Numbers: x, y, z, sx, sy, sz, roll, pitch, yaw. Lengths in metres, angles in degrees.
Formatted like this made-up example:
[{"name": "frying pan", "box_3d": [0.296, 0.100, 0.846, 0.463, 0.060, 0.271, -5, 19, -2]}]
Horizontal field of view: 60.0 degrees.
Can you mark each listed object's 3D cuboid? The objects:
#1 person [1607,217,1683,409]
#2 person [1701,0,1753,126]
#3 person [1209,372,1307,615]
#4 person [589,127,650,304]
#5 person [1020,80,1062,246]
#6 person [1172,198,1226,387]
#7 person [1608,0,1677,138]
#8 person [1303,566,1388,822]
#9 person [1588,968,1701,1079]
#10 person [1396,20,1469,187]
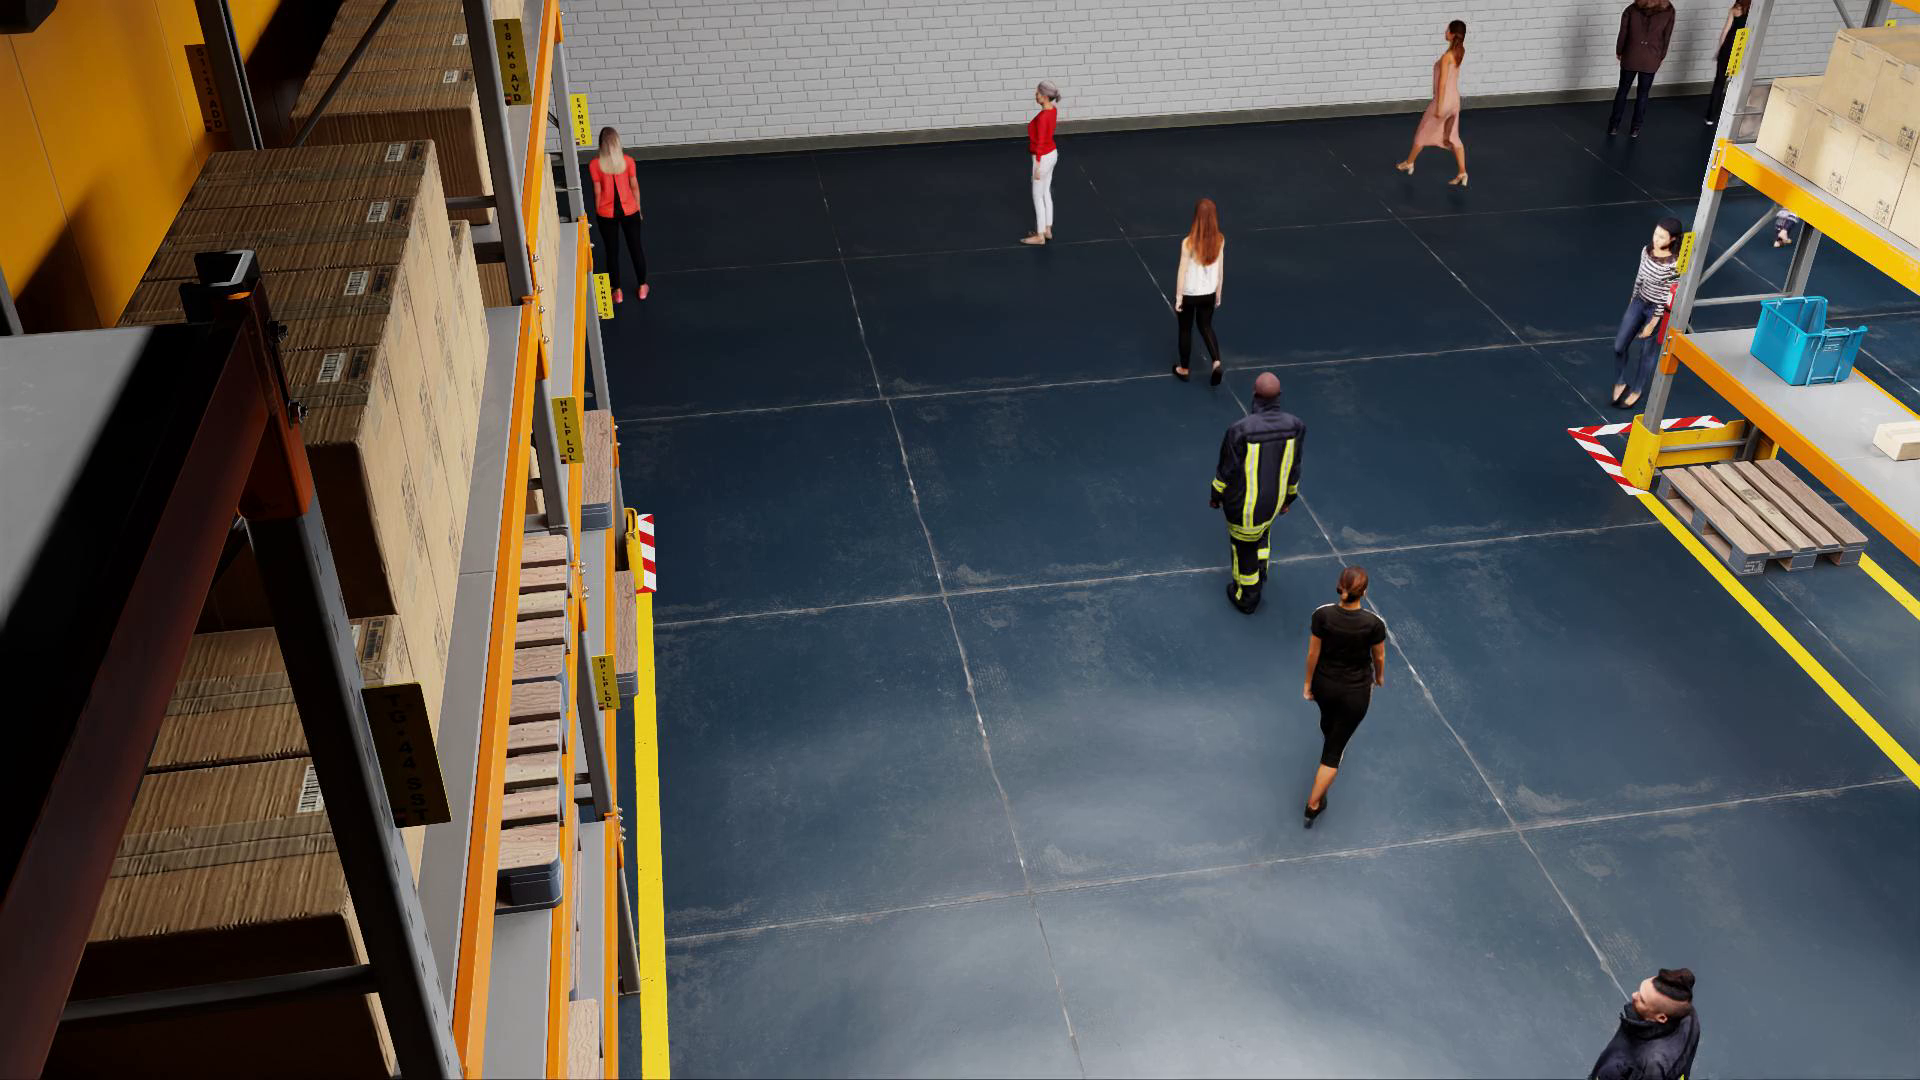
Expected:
[{"name": "person", "box_3d": [5.816, -1.872, 13.865, 0.751, 1.777, 0.680, -18, 38, -25]}, {"name": "person", "box_3d": [9.259, -5.824, 19.846, 0.679, 1.738, 0.676, 16, 37, 23]}, {"name": "person", "box_3d": [2.075, -0.294, 11.462, 0.797, 1.808, 0.800, -12, 35, -17]}, {"name": "person", "box_3d": [-3.240, -3.086, 15.766, 0.611, 1.694, 0.551, -9, 35, -13]}, {"name": "person", "box_3d": [0.878, -3.841, 16.901, 0.722, 1.696, 0.638, 11, 35, 16]}, {"name": "person", "box_3d": [2.075, -2.067, 14.220, 0.676, 1.709, 0.931, -12, 35, -17]}, {"name": "person", "box_3d": [8.003, -5.676, 19.529, 0.862, 1.843, 0.881, 14, 36, 20]}, {"name": "person", "box_3d": [2.223, 0.930, 9.790, 1.035, 1.621, 1.143, 18, 38, 25]}, {"name": "person", "box_3d": [2.994, 2.525, 7.202, 1.223, 1.830, 1.143, 25, 41, 32]}, {"name": "person", "box_3d": [5.362, -4.702, 18.115, 1.012, 1.786, 1.210, -28, 43, -35]}]
